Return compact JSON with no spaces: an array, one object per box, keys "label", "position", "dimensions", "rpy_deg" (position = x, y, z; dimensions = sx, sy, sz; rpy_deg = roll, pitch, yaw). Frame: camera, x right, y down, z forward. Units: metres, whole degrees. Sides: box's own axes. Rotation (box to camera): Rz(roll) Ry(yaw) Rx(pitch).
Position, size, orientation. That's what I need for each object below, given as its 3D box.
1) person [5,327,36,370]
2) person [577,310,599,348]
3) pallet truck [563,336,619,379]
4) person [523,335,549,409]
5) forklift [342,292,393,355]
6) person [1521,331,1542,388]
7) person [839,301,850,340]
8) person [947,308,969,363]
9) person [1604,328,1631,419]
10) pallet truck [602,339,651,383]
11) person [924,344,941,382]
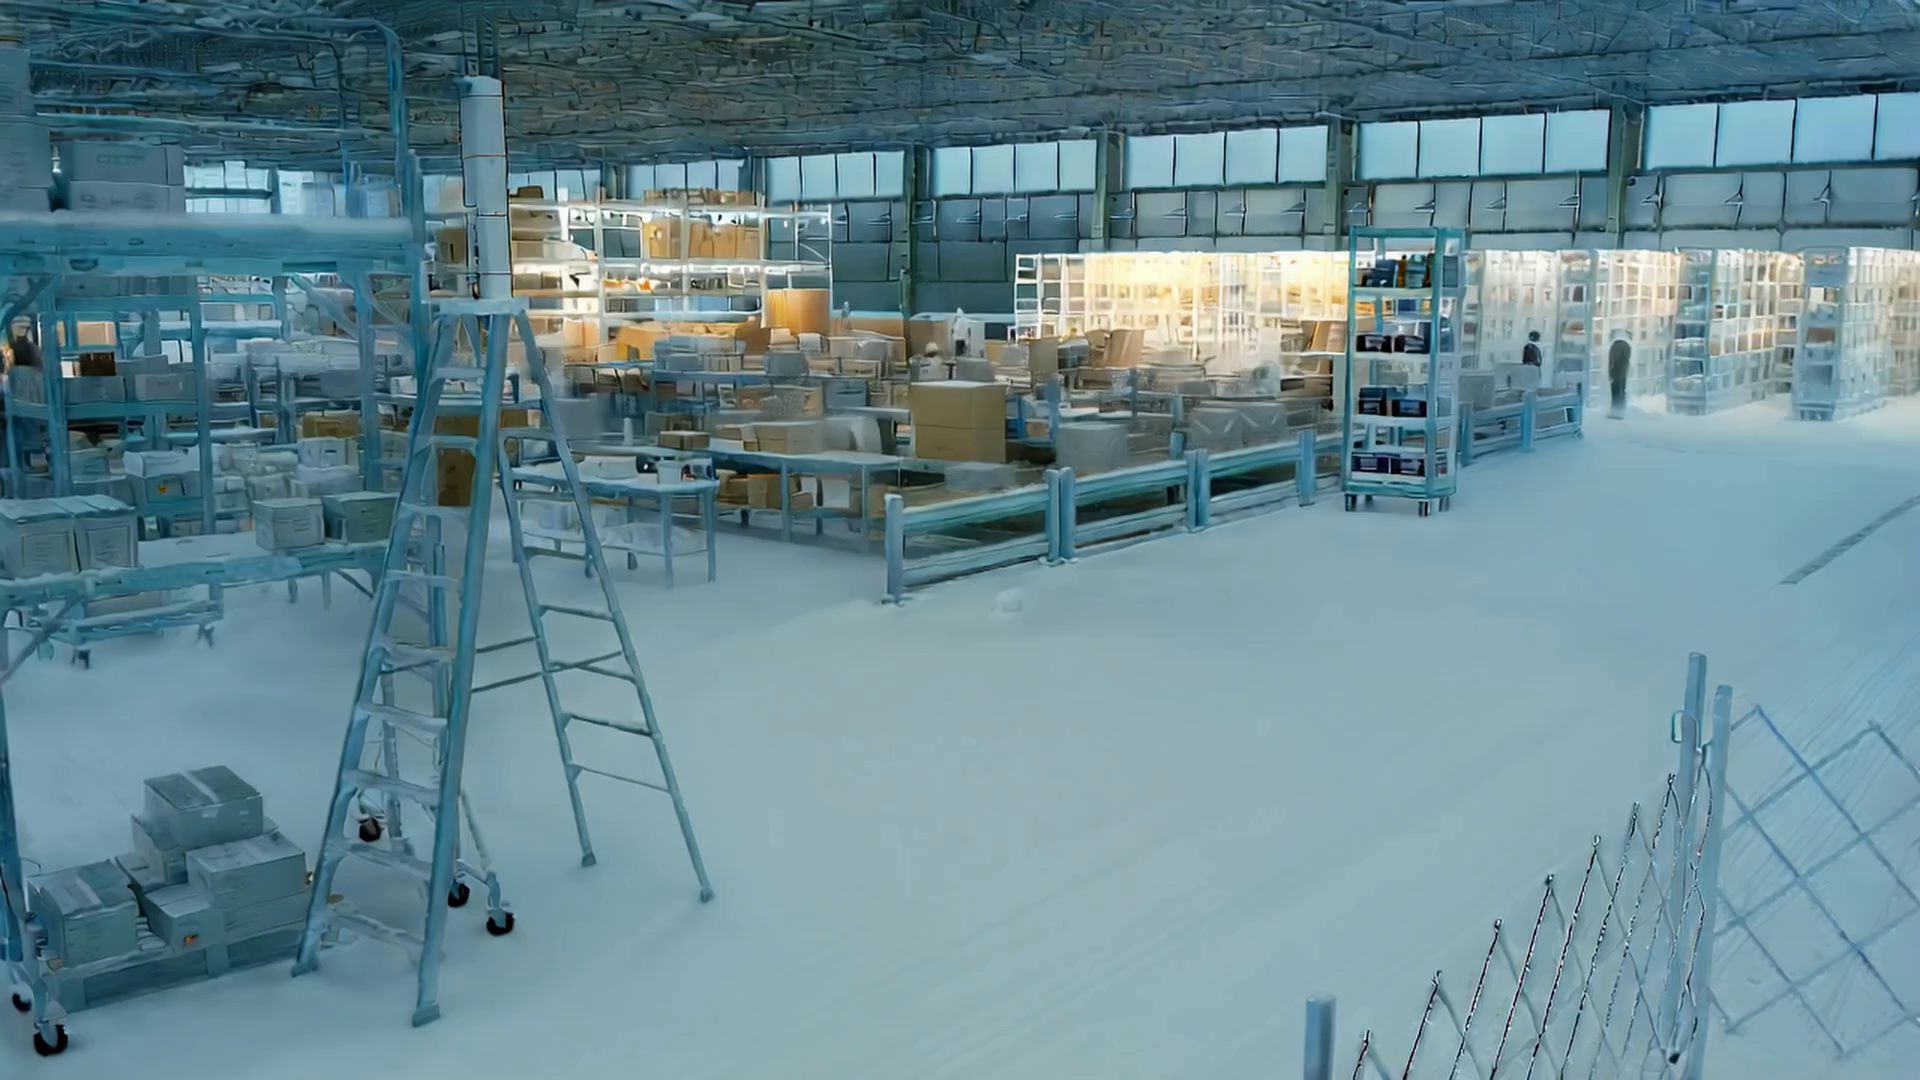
[{"label":"person","position":[-20.538,-3.721,36.343],"dimensions":[0.651,1.888,0.612],"rpy_deg":[-8,12,-41]},{"label":"person","position":[-11.323,-6.036,50.687],"dimensions":[0.624,1.931,0.377],"rpy_deg":[-1,9,-9]},{"label":"pallet truck","position":[-10.690,-5.294,48.215],"dimensions":[1.601,1.201,0.680],"rpy_deg":[-5,10,-26]},{"label":"person","position":[-9.520,-3.801,37.569],"dimensions":[0.533,1.654,0.858],"rpy_deg":[4,10,23]},{"label":"forklift","position":[-16.485,-5.622,45.120],"dimensions":[1.129,2.768,1.873],"rpy_deg":[7,11,37]},{"label":"person","position":[12.430,-3.604,35.875],"dimensions":[0.817,1.799,0.629],"rpy_deg":[8,12,41]},{"label":"person","position":[-4.797,-8.945,68.877],"dimensions":[0.853,1.913,0.591],"rpy_deg":[9,13,43]},{"label":"person","position":[-0.052,-6.401,52.936],"dimensions":[0.616,1.944,1.044],"rpy_deg":[7,11,36]},{"label":"person","position":[13.705,-3.469,34.714],"dimensions":[0.407,1.904,0.655],"rpy_deg":[8,12,42]},{"label":"pallet truck","position":[-8.991,-4.871,45.351],"dimensions":[0.653,1.274,1.630],"rpy_deg":[7,11,37]},{"label":"person","position":[-0.563,-2.751,30.747],"dimensions":[0.700,1.742,0.549],"rpy_deg":[2,9,10]}]
